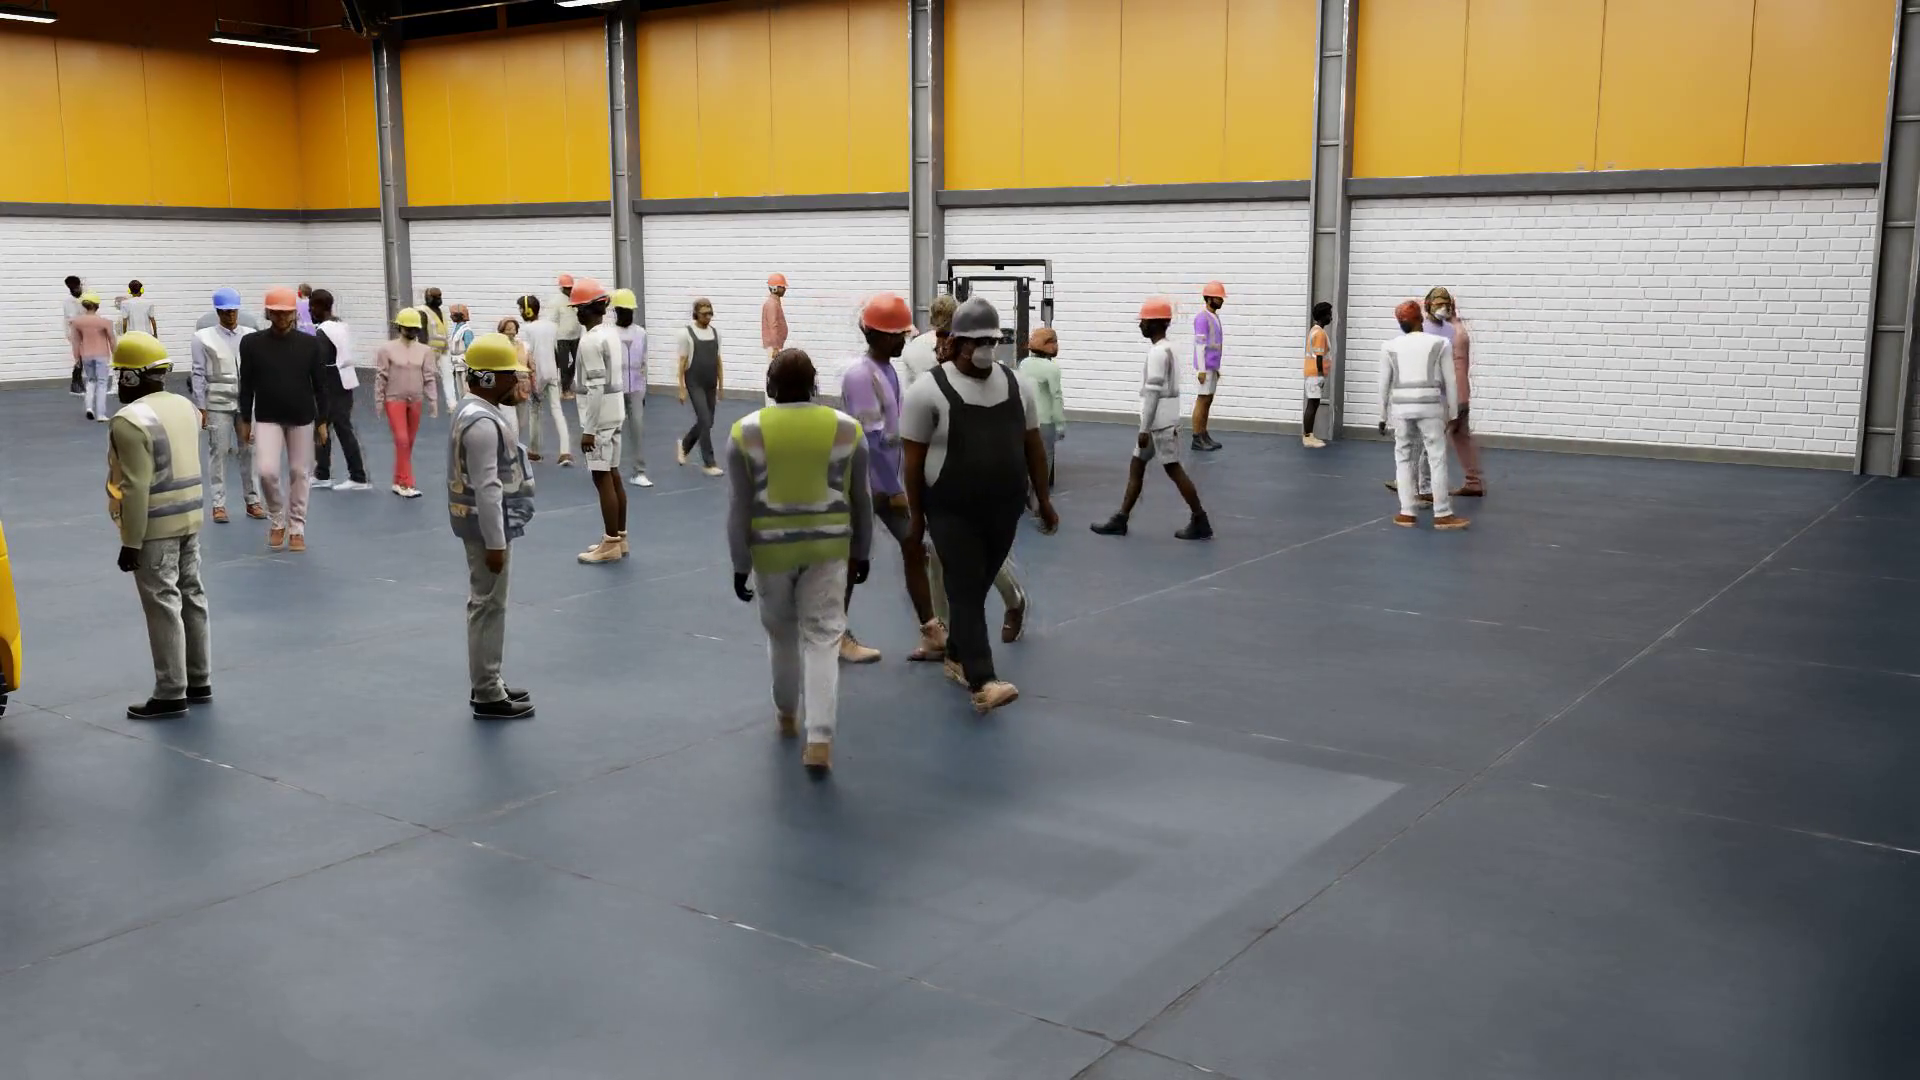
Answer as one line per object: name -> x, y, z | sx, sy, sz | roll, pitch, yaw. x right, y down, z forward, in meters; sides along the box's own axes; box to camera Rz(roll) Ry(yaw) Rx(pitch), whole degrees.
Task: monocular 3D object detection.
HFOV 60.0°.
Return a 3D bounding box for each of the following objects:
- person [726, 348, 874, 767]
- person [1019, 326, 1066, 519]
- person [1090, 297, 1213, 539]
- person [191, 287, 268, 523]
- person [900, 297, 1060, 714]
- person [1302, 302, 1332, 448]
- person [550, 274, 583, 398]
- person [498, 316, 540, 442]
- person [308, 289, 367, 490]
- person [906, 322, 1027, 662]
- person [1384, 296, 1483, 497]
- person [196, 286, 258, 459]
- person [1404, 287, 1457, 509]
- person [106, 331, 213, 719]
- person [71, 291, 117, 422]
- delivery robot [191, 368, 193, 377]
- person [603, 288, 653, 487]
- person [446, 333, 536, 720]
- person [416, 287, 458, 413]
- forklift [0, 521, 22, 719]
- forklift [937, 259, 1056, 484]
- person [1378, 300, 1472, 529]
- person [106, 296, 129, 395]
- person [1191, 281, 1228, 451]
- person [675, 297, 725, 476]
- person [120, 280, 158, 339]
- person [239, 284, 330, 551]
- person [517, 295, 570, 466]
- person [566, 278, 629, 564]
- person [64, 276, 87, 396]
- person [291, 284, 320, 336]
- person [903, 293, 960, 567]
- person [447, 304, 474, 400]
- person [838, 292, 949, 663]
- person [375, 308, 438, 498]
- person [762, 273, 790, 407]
person -> -0.694, 0.063, 7.251 | 0.635, 1.793, 0.971 | -1, 10, -7
person -> 0.705, -0.975, 13.920 | 0.345, 1.617, 0.519 | -7, 12, -35
person -> 1.540, -0.938, 12.925 | 0.977, 1.890, 0.558 | 2, 10, 13
person -> -6.032, -1.120, 13.809 | 0.609, 1.946, 0.405 | -8, 12, -40
person -> 0.120, -0.212, 8.123 | 0.697, 2.000, 1.032 | -5, 11, -29
person -> 4.149, -1.914, 19.321 | 0.319, 1.690, 0.539 | 1, 10, 6
person -> -6.181, -3.202, 26.174 | 0.589, 1.961, 0.631 | 7, 12, 36
person -> -4.585, -1.477, 16.946 | 0.511, 1.612, 0.794 | -9, 13, -43
person -> -5.992, -1.397, 15.621 | 0.791, 1.887, 0.617 | -2, 10, -11
person -> 0.059, -0.277, 9.126 | 0.532, 1.844, 0.813 | 8, 12, 39
person -> 4.408, -1.313, 15.254 | 0.904, 1.854, 0.648 | 3, 10, 18
person -> -7.993, -1.829, 18.235 | 0.643, 1.888, 1.049 | -5, 11, -27
person -> 4.120, -1.244, 14.582 | 0.635, 1.936, 0.350 | -7, 12, -37
person -> -3.808, -0.068, 7.884 | 0.404, 1.834, 0.592 | 1, 10, 5
person -> -11.609, -2.457, 22.365 | 0.531, 1.754, 0.396 | -1, 10, -5
delivery robot -> -12.288, -2.713, 27.158 | 0.477, 0.478, 0.707 | -8, 12, -39
person -> -3.280, -1.476, 16.069 | 0.590, 1.906, 0.795 | -7, 12, -38
person -> -2.211, -0.062, 7.882 | 0.403, 1.826, 0.591 | -3, 10, -19
person -> -7.520, -2.685, 23.579 | 0.940, 1.806, 0.635 | 3, 10, 18
forklift -> -5.296, -0.090, 6.943 | 1.214, 2.155, 2.313 | 7, 12, 35
forklift -> 0.370, -1.738, 16.759 | 1.214, 2.155, 2.313 | 1, 10, 3
person -> 3.786, -1.013, 13.498 | 0.792, 1.843, 0.338 | 5, 11, 27
person -> -13.467, -3.157, 26.982 | 0.807, 1.604, 0.523 | -6, 11, -30
person -> 2.865, -1.988, 19.016 | 0.378, 1.932, 0.551 | 5, 11, 26
person -> -2.676, -1.573, 16.941 | 0.514, 1.814, 0.827 | -9, 13, -44
person -> -12.969, -3.178, 26.320 | 0.518, 1.865, 0.327 | -5, 11, -26
person -> -4.988, -0.888, 12.300 | 0.630, 1.979, 0.497 | -3, 10, -20
person -> -4.421, -1.684, 17.634 | 0.991, 1.803, 0.555 | 9, 13, 44
person -> -2.604, -0.846, 11.905 | 0.394, 2.038, 0.611 | 1, 10, 4
person -> -14.206, -3.276, 26.749 | 0.398, 1.927, 0.651 | -4, 10, -22
person -> -10.569, -3.243, 26.921 | 0.959, 1.794, 0.567 | 8, 12, 38
person -> -0.110, -0.748, 11.640 | 0.627, 1.935, 0.373 | 7, 12, 37
person -> -6.125, -2.091, 20.518 | 0.312, 1.638, 0.512 | -7, 12, -35
person -> -0.323, -0.298, 8.806 | 0.942, 1.992, 0.604 | 4, 10, 21
person -> -4.983, -1.233, 15.112 | 0.822, 1.722, 0.538 | 9, 13, 42
person -> -2.526, -2.668, 22.887 | 0.396, 1.993, 0.618 | -1, 10, -6
